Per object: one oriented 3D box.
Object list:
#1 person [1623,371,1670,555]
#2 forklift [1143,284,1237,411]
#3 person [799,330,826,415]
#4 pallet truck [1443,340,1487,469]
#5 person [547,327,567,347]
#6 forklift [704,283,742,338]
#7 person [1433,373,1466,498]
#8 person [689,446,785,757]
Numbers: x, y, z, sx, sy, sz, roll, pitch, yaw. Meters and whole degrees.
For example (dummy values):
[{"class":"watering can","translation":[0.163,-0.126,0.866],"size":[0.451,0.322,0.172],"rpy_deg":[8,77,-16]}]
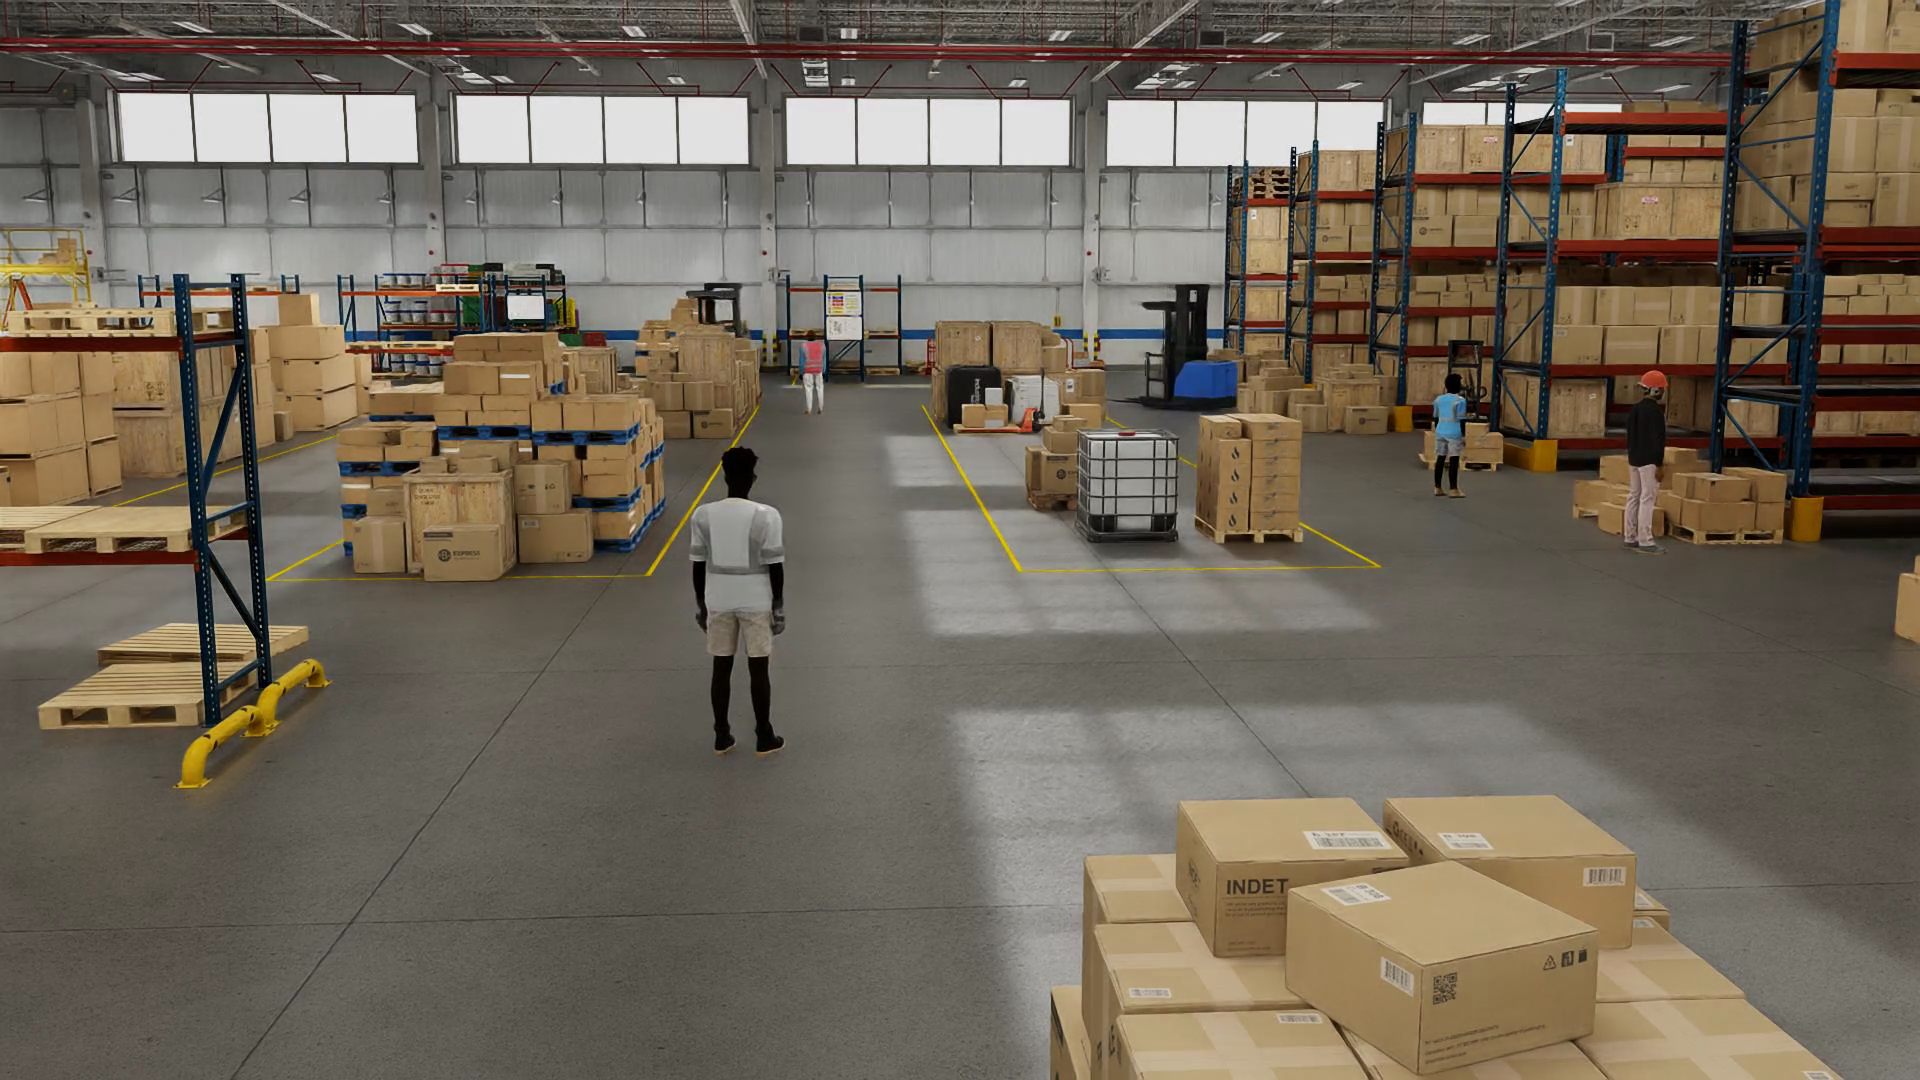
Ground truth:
[{"class":"person","translation":[7.478,-0.843,18.096],"size":[0.377,1.995,0.608],"rpy_deg":[-1,9,-7]},{"class":"forklift","translation":[5.228,-4.367,37.451],"size":[1.873,2.768,1.129],"rpy_deg":[8,12,40]},{"class":"person","translation":[-3.211,-3.640,36.162],"size":[0.619,1.837,0.430],"rpy_deg":[-4,10,-25]},{"class":"pallet truck","translation":[8.004,-2.170,26.422],"size":[0.823,1.965,1.885],"rpy_deg":[2,9,14]},{"class":"person","translation":[-8.825,-3.665,36.076],"size":[0.634,1.922,0.805],"rpy_deg":[-1,9,-6]},{"class":"forklift","translation":[-6.057,-5.205,42.715],"size":[1.129,2.768,1.873],"rpy_deg":[3,10,18]},{"class":"person","translation":[6.664,-1.415,22.618],"size":[0.322,1.697,0.532],"rpy_deg":[-6,11,-32]},{"class":"person","translation":[-1.385,0.390,10.441],"size":[0.608,1.965,0.369],"rpy_deg":[2,9,12]}]
